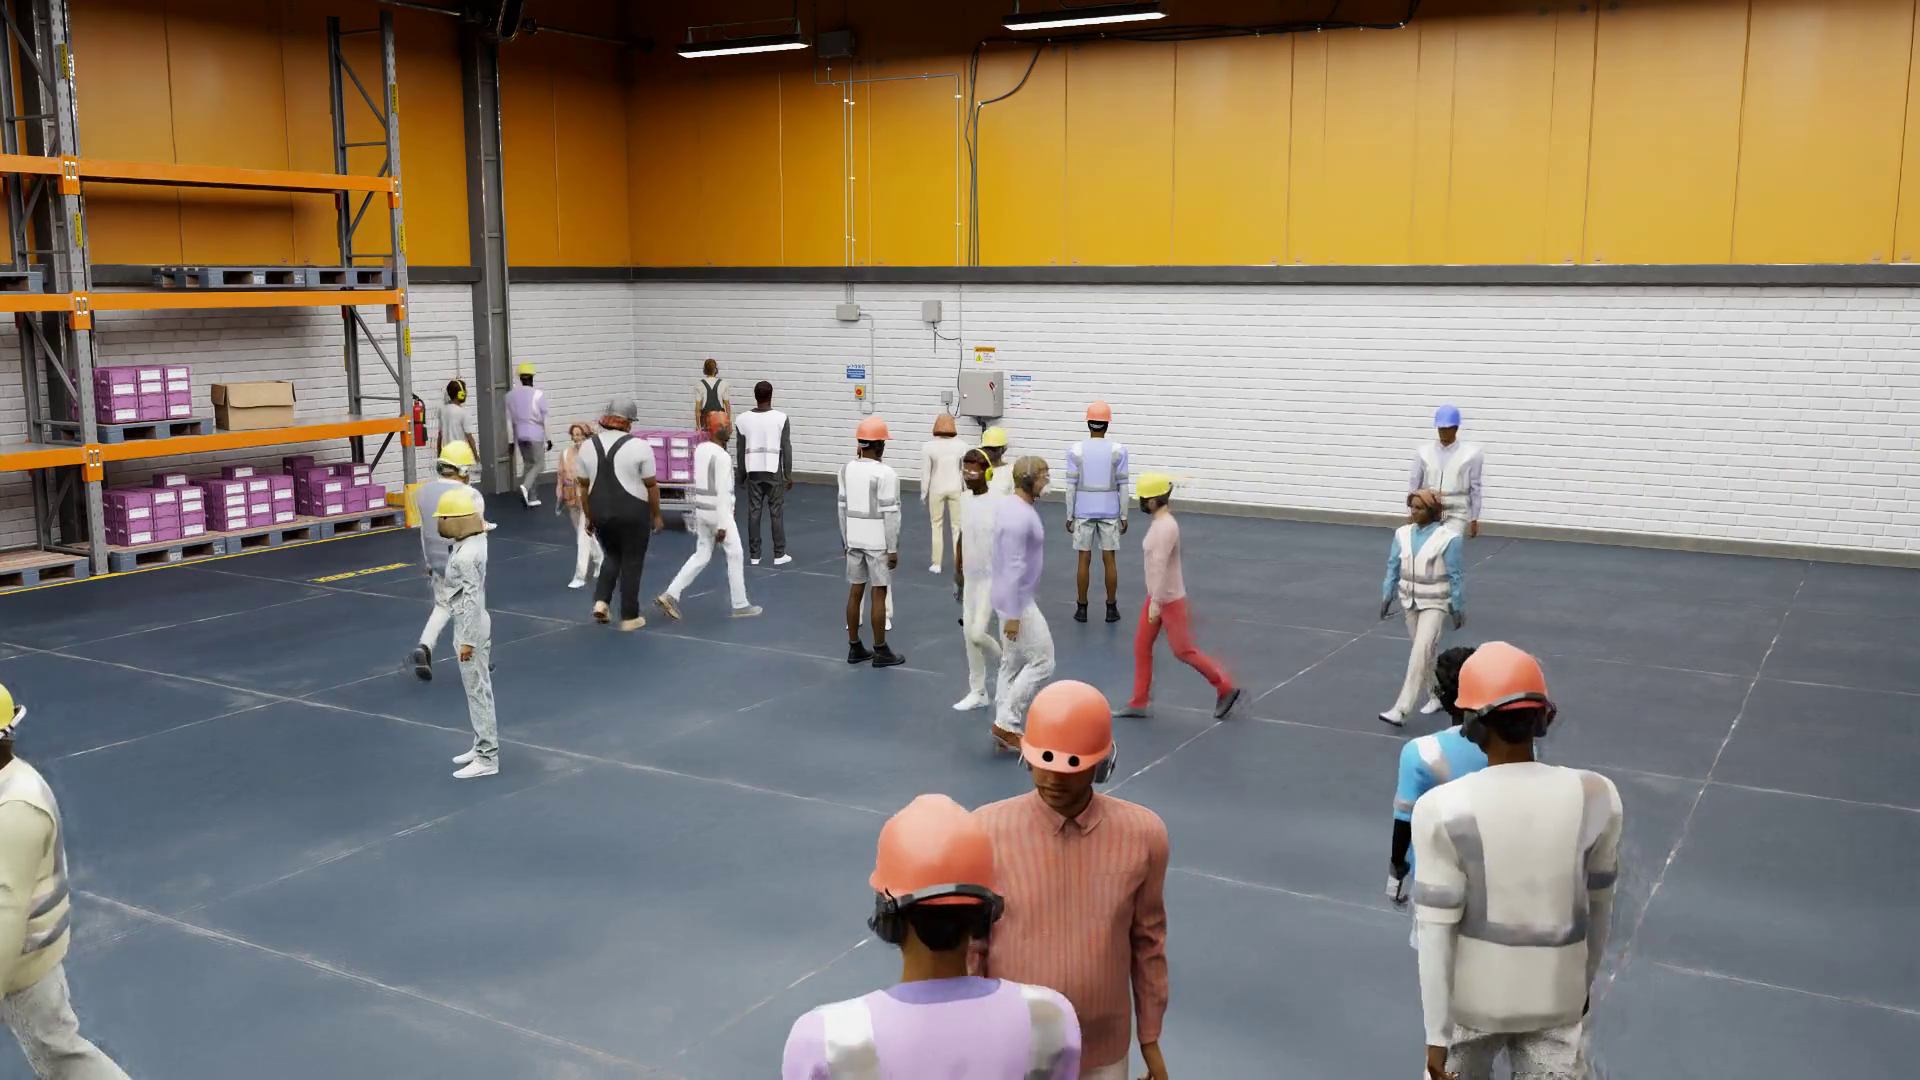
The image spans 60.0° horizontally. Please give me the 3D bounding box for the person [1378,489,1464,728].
[{"bbox_3d":[3.093,0.449,11.216,0.875,1.590,0.541,-6,11,-34],"label":"person"}]

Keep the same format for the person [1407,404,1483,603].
[{"bbox_3d":[4.257,-0.249,14.601,0.623,1.912,0.939,6,11,33],"label":"person"}]

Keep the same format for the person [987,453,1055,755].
[{"bbox_3d":[0.396,0.417,10.389,0.434,1.923,0.658,1,9,3],"label":"person"}]

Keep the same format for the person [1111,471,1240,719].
[{"bbox_3d":[1.476,0.383,11.234,0.844,1.729,0.533,0,9,-3],"label":"person"}]

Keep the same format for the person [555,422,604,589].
[{"bbox_3d":[-3.663,-0.374,16.312,0.504,1.605,0.835,4,10,23],"label":"person"}]

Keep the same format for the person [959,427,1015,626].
[{"bbox_3d":[0.277,-0.090,14.145,0.547,1.717,0.877,4,10,22],"label":"person"}]

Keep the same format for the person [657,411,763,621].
[{"bbox_3d":[-2.198,-0.205,14.504,0.886,1.856,0.582,-7,11,-37],"label":"person"}]

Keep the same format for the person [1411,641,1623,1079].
[{"bbox_3d":[1.567,1.301,4.661,0.606,2.004,0.962,0,9,2],"label":"person"}]

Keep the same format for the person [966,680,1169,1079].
[{"bbox_3d":[0.267,1.336,4.439,0.611,1.990,0.392,-2,9,-10],"label":"person"}]

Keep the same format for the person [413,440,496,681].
[{"bbox_3d":[-3.758,0.170,12.281,0.601,1.811,0.679,3,10,18],"label":"person"}]

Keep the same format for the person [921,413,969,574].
[{"bbox_3d":[-0.147,-0.472,16.835,0.507,1.631,0.268,-2,9,-10],"label":"person"}]

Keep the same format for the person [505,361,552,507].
[{"bbox_3d":[-5.576,-1.343,21.406,0.589,1.905,0.677,2,9,13],"label":"person"}]

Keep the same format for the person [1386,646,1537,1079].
[{"bbox_3d":[1.824,1.219,6.106,0.553,1.678,0.444,-2,9,-12],"label":"person"}]

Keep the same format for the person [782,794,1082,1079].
[{"bbox_3d":[-0.031,1.516,3.239,0.628,2.020,0.739,-4,10,-24],"label":"person"}]

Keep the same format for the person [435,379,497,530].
[{"bbox_3d":[-5.794,-0.940,19.212,0.530,1.821,1.008,7,11,36],"label":"person"}]

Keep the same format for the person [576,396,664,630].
[{"bbox_3d":[-2.862,-0.247,14.164,0.684,2.000,0.540,3,10,19],"label":"person"}]

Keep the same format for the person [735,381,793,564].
[{"bbox_3d":[-2.037,-0.696,17.346,0.587,1.920,0.390,1,9,8],"label":"person"}]

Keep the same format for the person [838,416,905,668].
[{"bbox_3d":[-0.688,0.012,12.865,0.547,1.938,0.378,7,12,38],"label":"person"}]

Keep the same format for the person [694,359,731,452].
[{"bbox_3d":[-3.477,-1.627,23.408,0.506,1.839,0.343,-2,9,-11],"label":"person"}]

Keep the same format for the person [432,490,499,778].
[{"bbox_3d":[-2.987,0.561,10.052,0.323,1.741,0.491,-2,9,-15],"label":"person"}]

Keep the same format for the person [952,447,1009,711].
[{"bbox_3d":[0.151,0.275,11.489,0.442,1.848,0.558,-8,12,-42],"label":"person"}]

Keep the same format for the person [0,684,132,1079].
[{"bbox_3d":[-3.011,1.295,5.302,0.583,1.799,0.903,9,12,43],"label":"person"}]

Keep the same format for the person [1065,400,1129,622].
[{"bbox_3d":[1.190,-0.244,14.465,0.552,1.936,0.358,1,9,4],"label":"person"}]

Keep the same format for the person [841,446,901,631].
[{"bbox_3d":[-0.758,-0.042,14.133,0.522,1.639,0.305,1,9,6],"label":"person"}]
